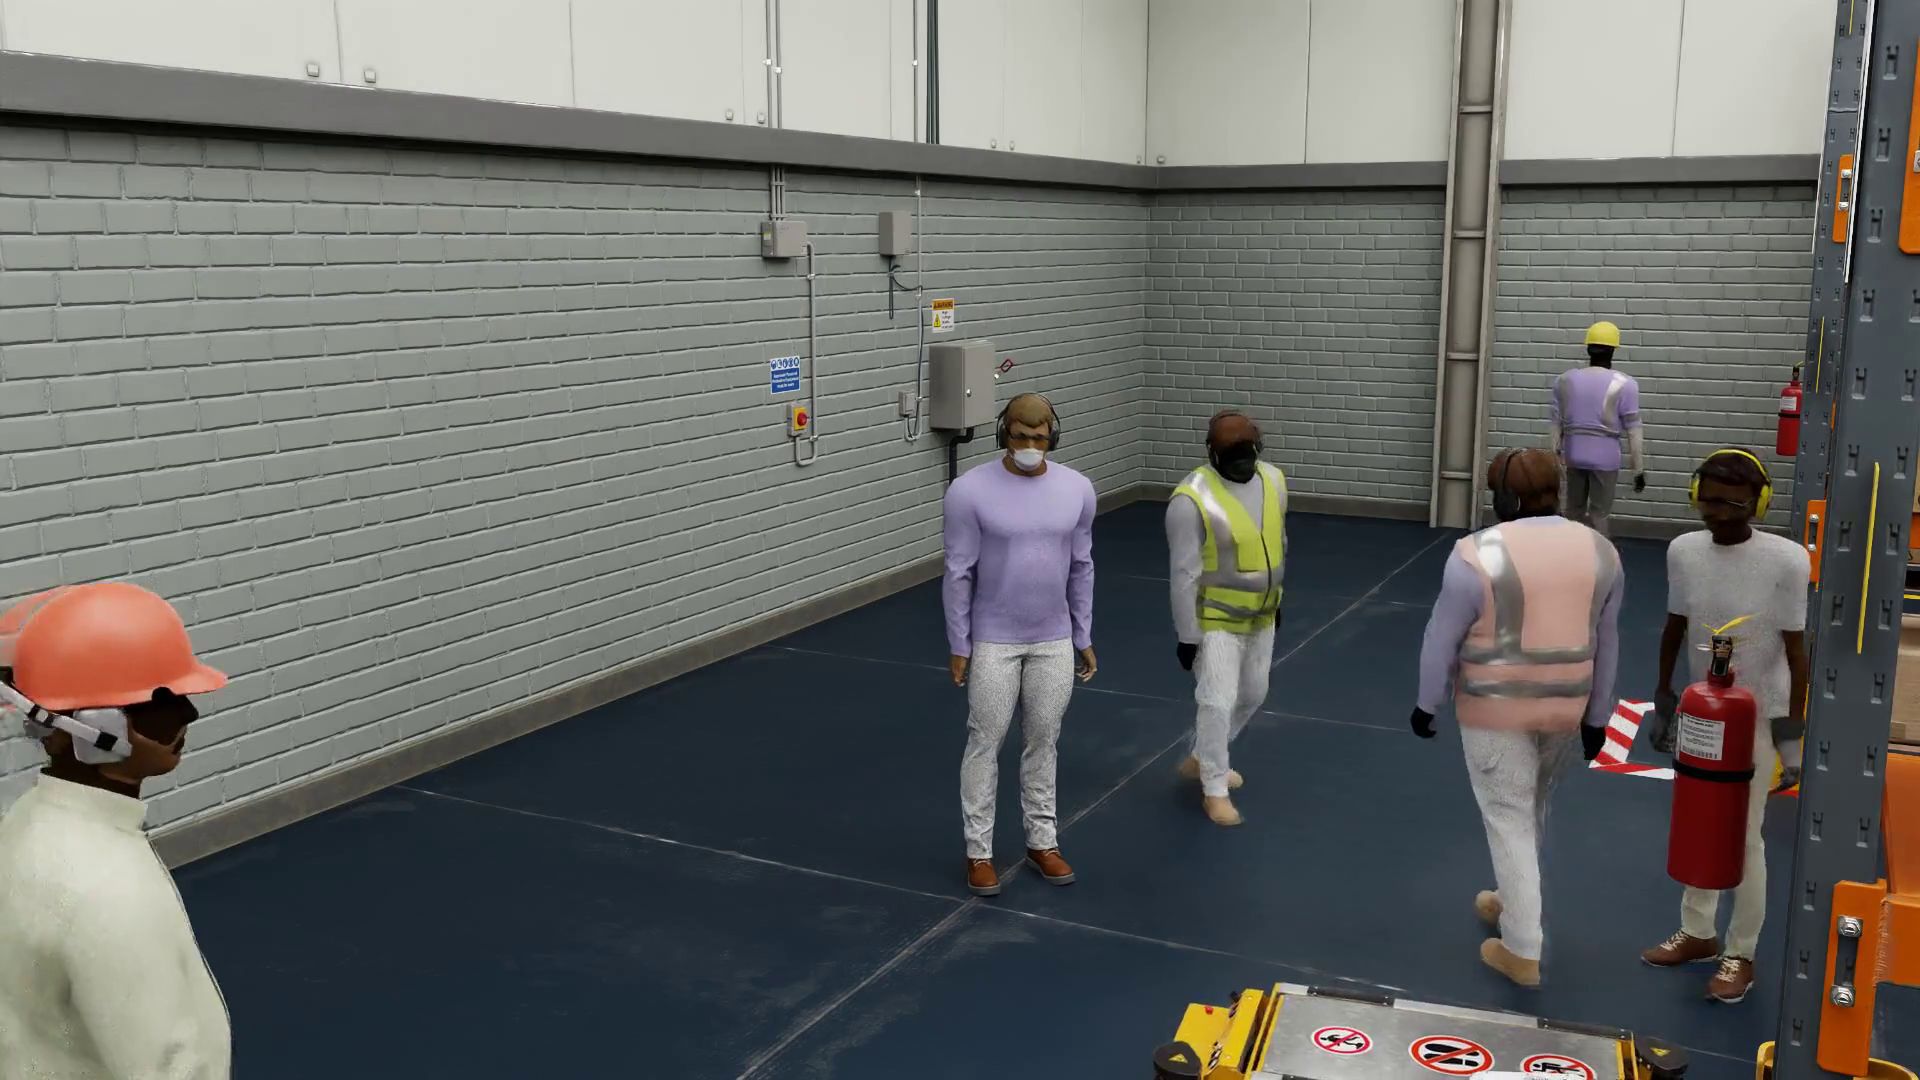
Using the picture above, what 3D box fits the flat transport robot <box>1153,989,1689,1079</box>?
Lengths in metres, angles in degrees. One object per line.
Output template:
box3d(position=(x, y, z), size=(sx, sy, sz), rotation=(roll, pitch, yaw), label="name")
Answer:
box3d(position=(1.298, 1.535, 4.701), size=(1.431, 0.197, 0.652), rotation=(3, 11, 18), label="flat transport robot")

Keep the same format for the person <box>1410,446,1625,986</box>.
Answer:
box3d(position=(1.875, 0.572, 5.772), size=(0.623, 1.810, 0.755), rotation=(-3, 11, -16), label="person")

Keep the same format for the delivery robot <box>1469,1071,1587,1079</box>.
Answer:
box3d(position=(1.406, 1.500, 3.862), size=(0.477, 0.478, 0.707), rotation=(1, 10, 3), label="delivery robot")

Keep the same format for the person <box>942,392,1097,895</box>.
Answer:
box3d(position=(0.238, 0.392, 6.402), size=(0.627, 1.934, 0.370), rotation=(-4, 11, -19), label="person")

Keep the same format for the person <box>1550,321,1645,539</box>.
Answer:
box3d(position=(4.433, -0.563, 11.633), size=(0.405, 1.923, 0.614), rotation=(-9, 14, -42), label="person")

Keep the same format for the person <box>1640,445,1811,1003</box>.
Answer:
box3d(position=(2.535, 0.598, 5.528), size=(0.401, 1.850, 0.609), rotation=(-6, 12, -32), label="person")

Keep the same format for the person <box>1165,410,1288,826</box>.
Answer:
box3d(position=(1.102, 0.320, 7.180), size=(0.685, 1.802, 0.633), rotation=(-8, 13, -36), label="person")

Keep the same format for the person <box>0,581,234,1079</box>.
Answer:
box3d(position=(-1.285, 1.039, 2.765), size=(0.686, 1.971, 0.623), rotation=(-6, 12, -28), label="person")
